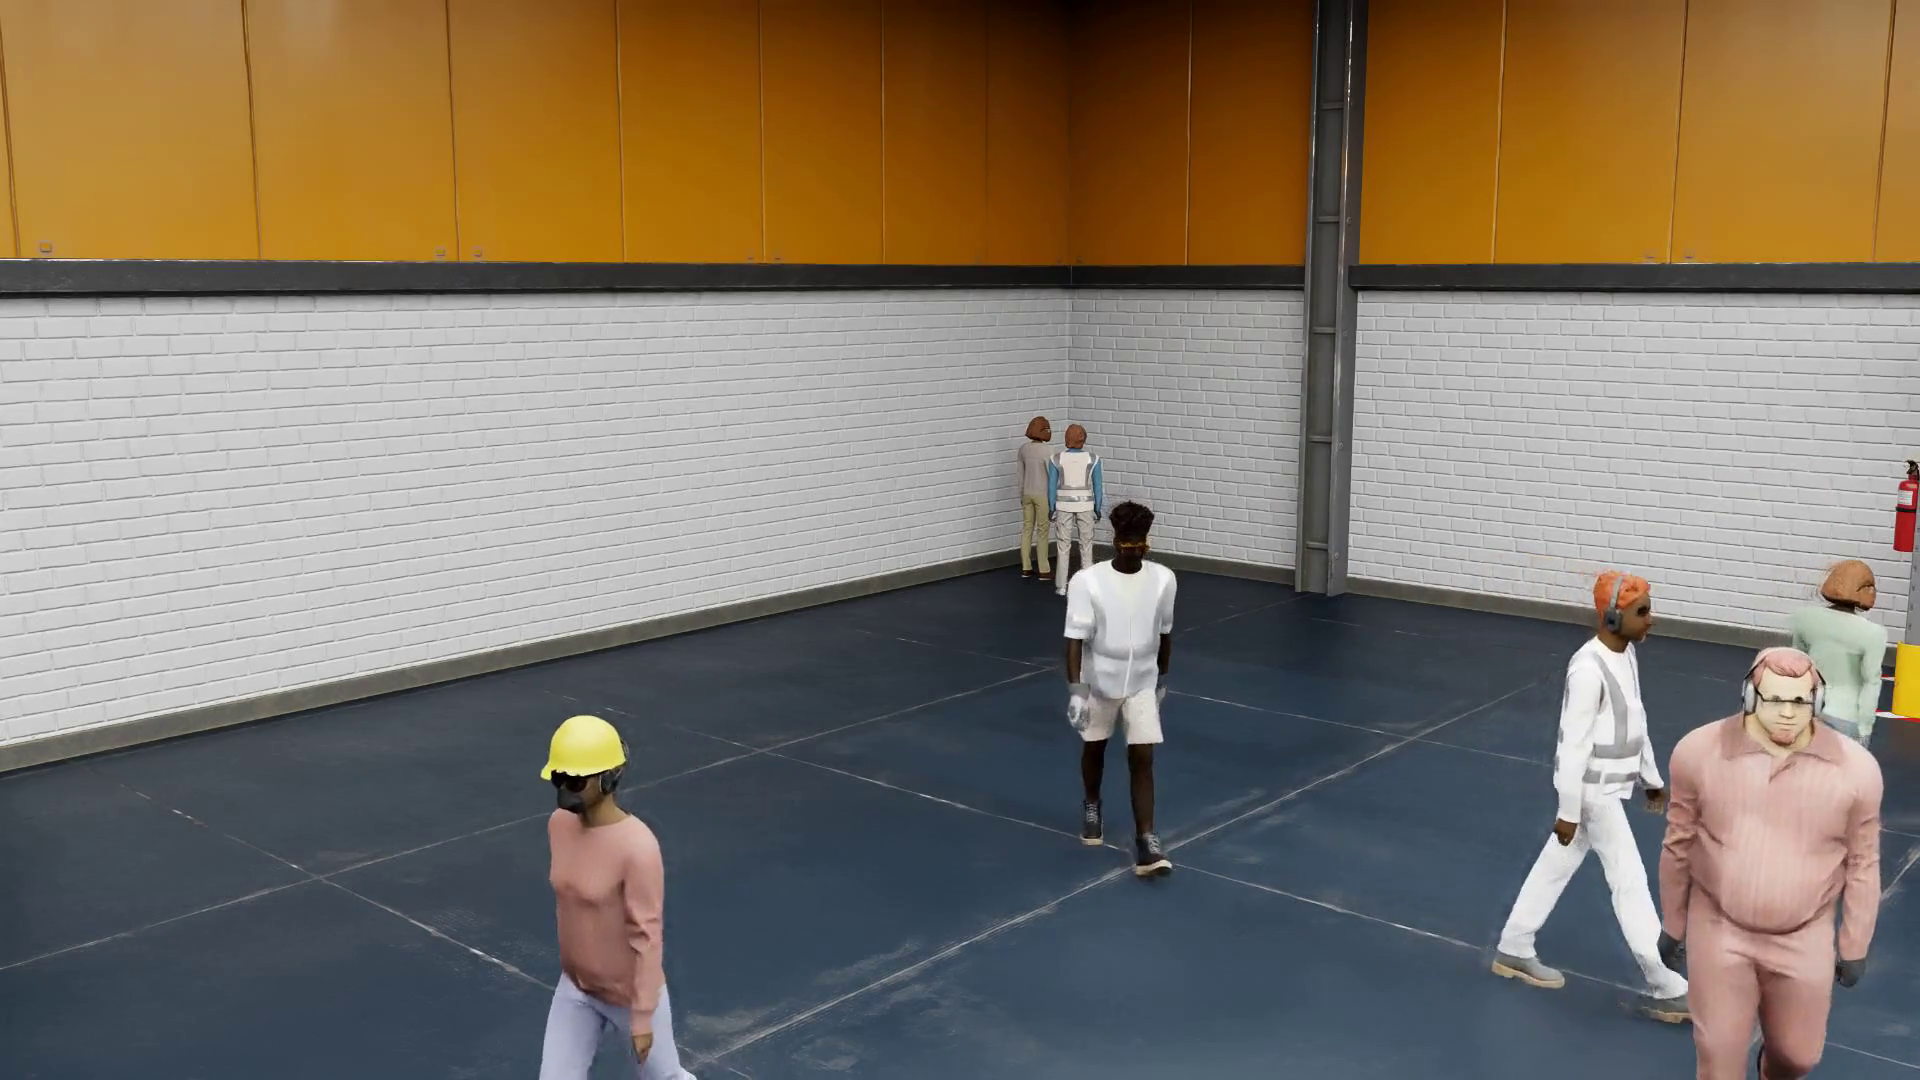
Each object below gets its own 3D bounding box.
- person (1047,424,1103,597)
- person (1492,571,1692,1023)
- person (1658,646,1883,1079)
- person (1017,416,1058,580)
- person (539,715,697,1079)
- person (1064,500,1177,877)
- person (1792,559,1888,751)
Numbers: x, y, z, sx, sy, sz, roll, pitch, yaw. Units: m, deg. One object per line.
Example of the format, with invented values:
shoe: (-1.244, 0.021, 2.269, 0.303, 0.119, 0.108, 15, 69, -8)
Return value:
person: (1.082, -0.272, 15.682, 0.523, 1.639, 0.306, 0, 9, 3)
person: (2.691, 1.036, 6.861, 0.983, 1.831, 0.590, 5, 10, 30)
person: (2.632, 1.241, 5.452, 0.645, 1.879, 0.748, 4, 10, 23)
person: (0.783, -0.419, 16.621, 0.280, 1.634, 0.498, -8, 12, -43)
person: (-1.046, 1.361, 5.185, 0.534, 1.722, 0.920, 7, 11, 37)
person: (0.813, 0.739, 8.528, 0.633, 1.900, 1.034, -2, 9, -11)
person: (4.440, 0.888, 8.521, 0.770, 1.604, 0.509, -6, 11, -35)
